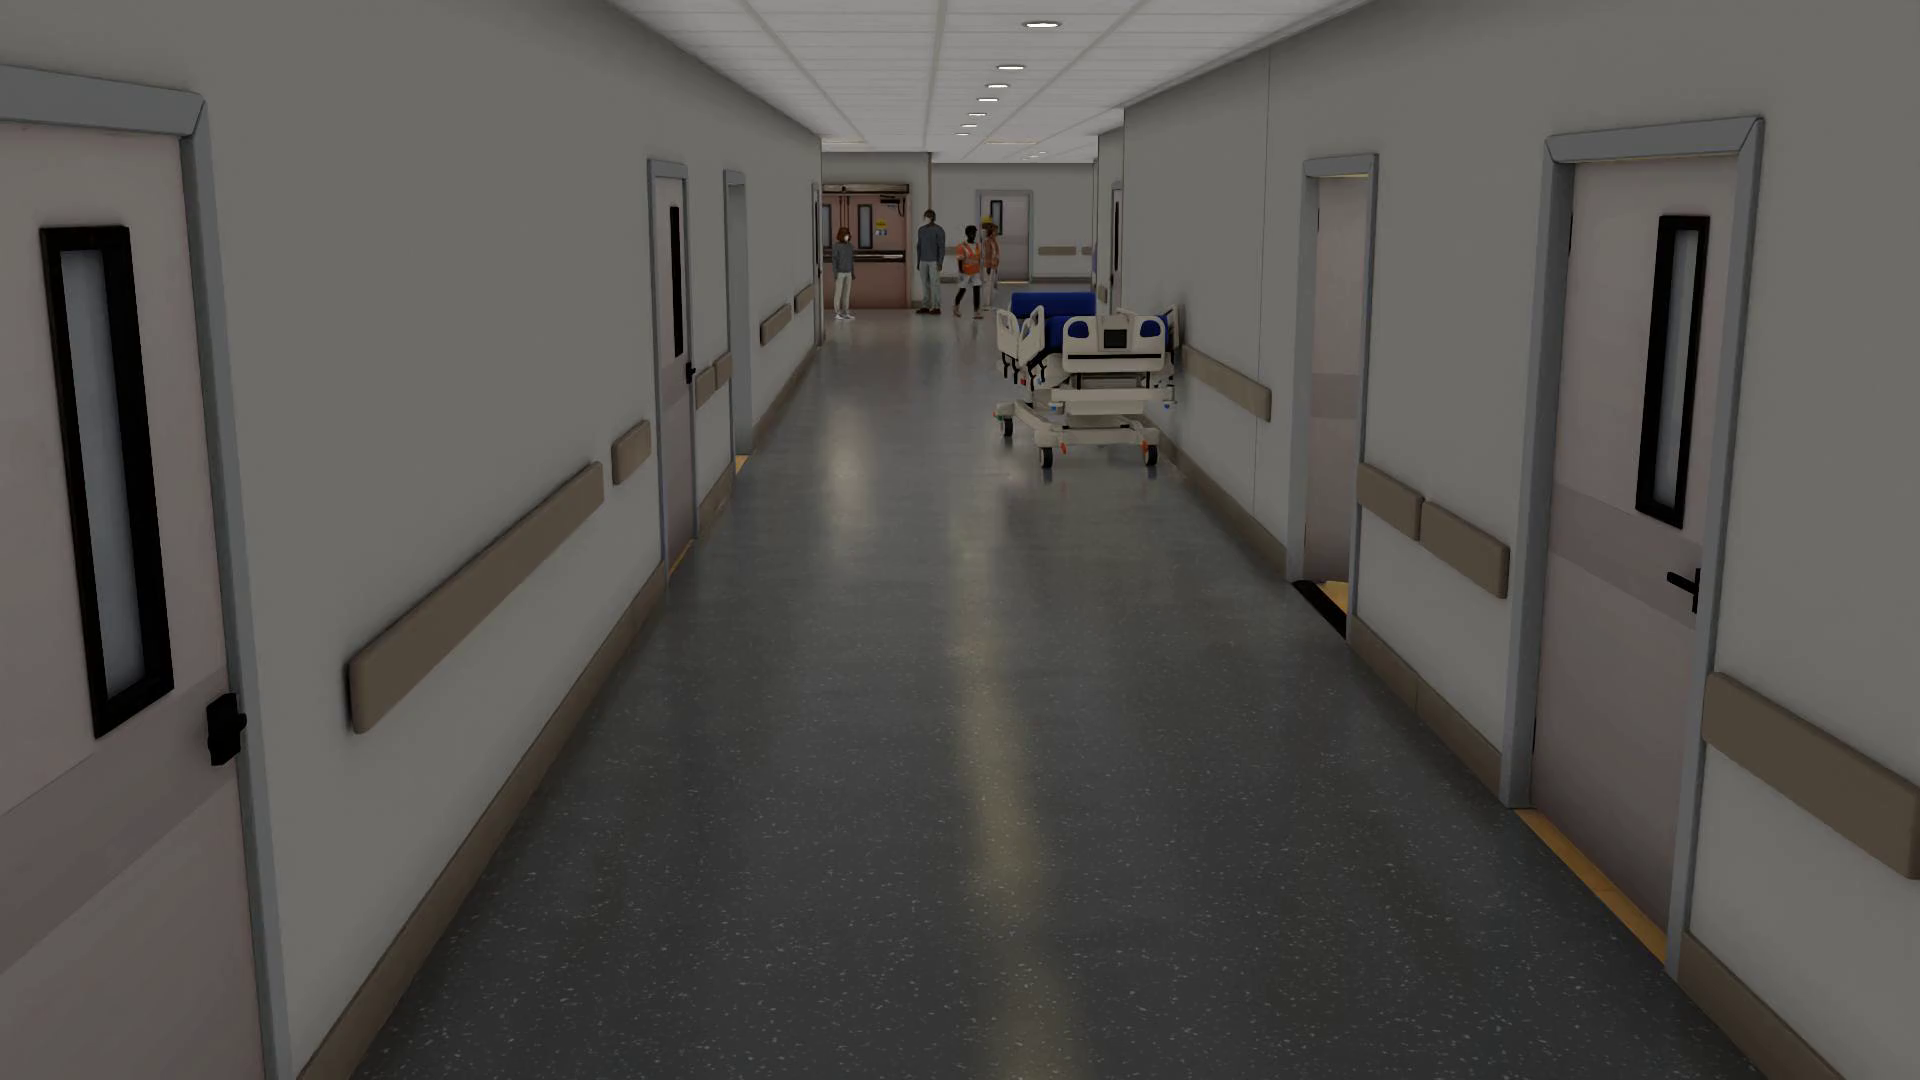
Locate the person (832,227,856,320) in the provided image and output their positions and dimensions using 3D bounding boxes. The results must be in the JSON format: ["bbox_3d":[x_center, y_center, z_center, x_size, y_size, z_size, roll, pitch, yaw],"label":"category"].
[{"bbox_3d":[-2.065,-4.735,29.565,0.278,1.633,0.507,10,15,40],"label":"person"}]

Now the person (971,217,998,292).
[{"bbox_3d":[0.569,-6.525,38.085,0.744,1.717,0.494,-8,14,-34],"label":"person"}]

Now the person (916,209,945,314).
[{"bbox_3d":[-0.560,-5.165,30.912,0.636,1.939,0.364,9,15,38],"label":"person"}]

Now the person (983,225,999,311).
[{"bbox_3d":[0.595,-5.216,31.892,0.314,1.640,0.516,3,12,16],"label":"person"}]

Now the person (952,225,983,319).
[{"bbox_3d":[0.126,-4.813,29.864,0.535,1.670,0.769,-7,13,-30],"label":"person"}]
